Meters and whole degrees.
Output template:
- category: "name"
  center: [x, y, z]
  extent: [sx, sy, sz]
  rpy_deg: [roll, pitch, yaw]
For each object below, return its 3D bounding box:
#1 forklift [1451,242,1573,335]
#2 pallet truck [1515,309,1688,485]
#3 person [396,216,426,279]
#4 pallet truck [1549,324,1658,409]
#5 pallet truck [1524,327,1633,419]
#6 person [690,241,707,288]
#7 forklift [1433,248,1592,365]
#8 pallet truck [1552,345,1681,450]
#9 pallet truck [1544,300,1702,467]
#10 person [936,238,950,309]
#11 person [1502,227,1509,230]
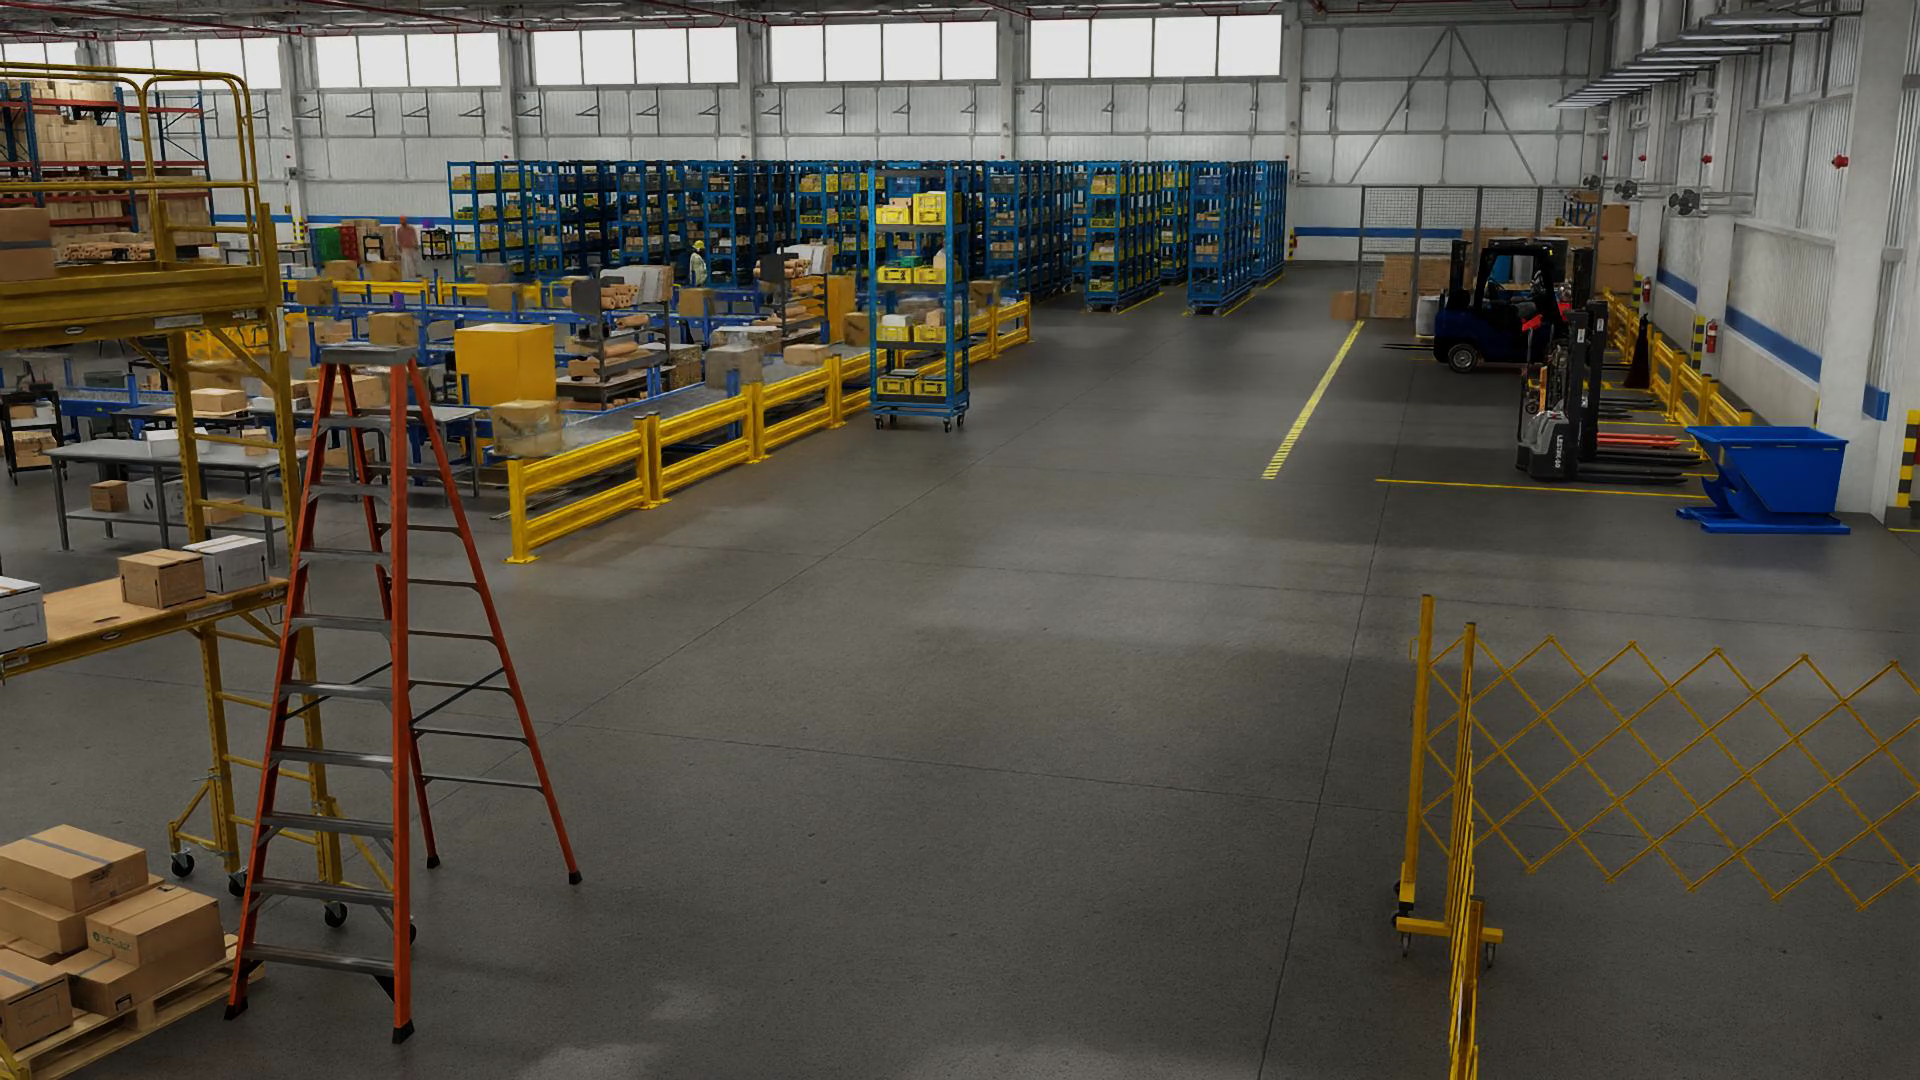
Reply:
- category: "forklift"
  center: [10.464, -4.597, 31.405]
  extent: [2.680, 1.987, 1.157]
  rpy_deg: [4, 14, 16]
- category: "pallet truck"
  center: [7.554, -1.677, 19.446]
  extent: [1.885, 1.965, 0.823]
  rpy_deg: [3, 13, 14]
- category: "person"
  center: [-17.019, -9.057, 51.448]
  extent: [0.782, 1.940, 0.444]
  rpy_deg: [-11, 17, -39]
- category: "pallet truck"
  center: [9.824, -2.669, 25.407]
  extent: [1.601, 1.201, 0.680]
  rpy_deg: [4, 14, 16]
- category: "pallet truck"
  center: [9.065, -2.460, 24.370]
  extent: [1.522, 1.261, 0.704]
  rpy_deg: [3, 13, 14]
- category: "person"
  center: [-6.086, -6.052, 38.745]
  extent: [0.403, 1.817, 0.601]
  rpy_deg: [-3, 13, -13]
- category: "forklift"
  center: [9.780, -4.111, 29.280]
  extent: [2.680, 1.987, 1.157]
  rpy_deg: [3, 13, 14]
- category: "pallet truck"
  center: [8.641, -1.896, 21.908]
  extent: [1.630, 1.274, 0.653]
  rpy_deg: [4, 14, 16]
- category: "pallet truck"
  center: [8.263, -1.952, 20.631]
  extent: [1.885, 1.965, 0.823]
  rpy_deg: [5, 14, 20]
- category: "person"
  center: [-0.317, -5.928, 38.003]
  extent: [0.399, 1.909, 0.642]
  rpy_deg: [6, 14, 24]
- category: "person"
  center: [14.740, -7.537, 45.087]
  extent: [0.570, 1.843, 0.372]
  rpy_deg: [-1, 13, -2]
